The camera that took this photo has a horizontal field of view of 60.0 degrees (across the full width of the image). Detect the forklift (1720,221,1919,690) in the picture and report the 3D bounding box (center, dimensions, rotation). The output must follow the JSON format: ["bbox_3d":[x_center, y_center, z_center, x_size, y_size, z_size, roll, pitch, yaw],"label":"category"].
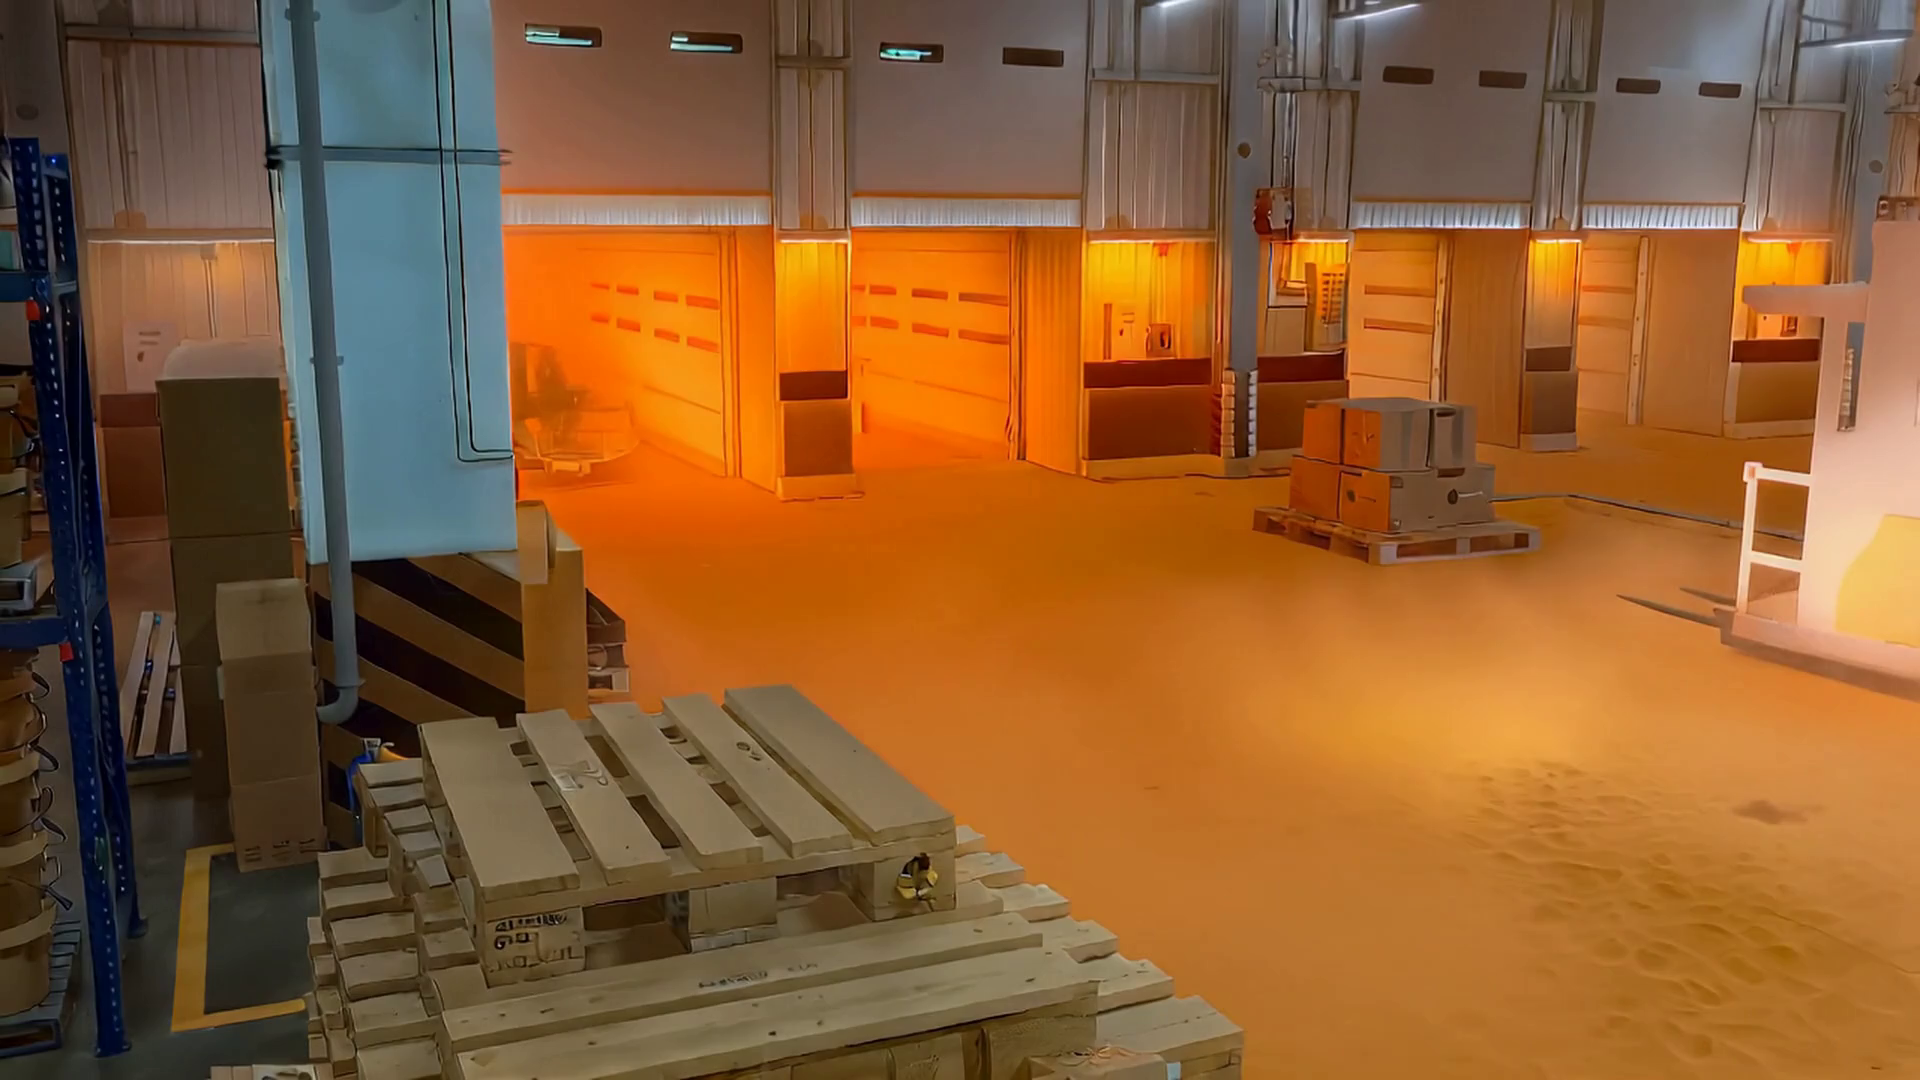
[{"bbox_3d":[5.949,-0.550,10.218,1.129,2.768,1.873,-4,11,-23],"label":"forklift"}]
